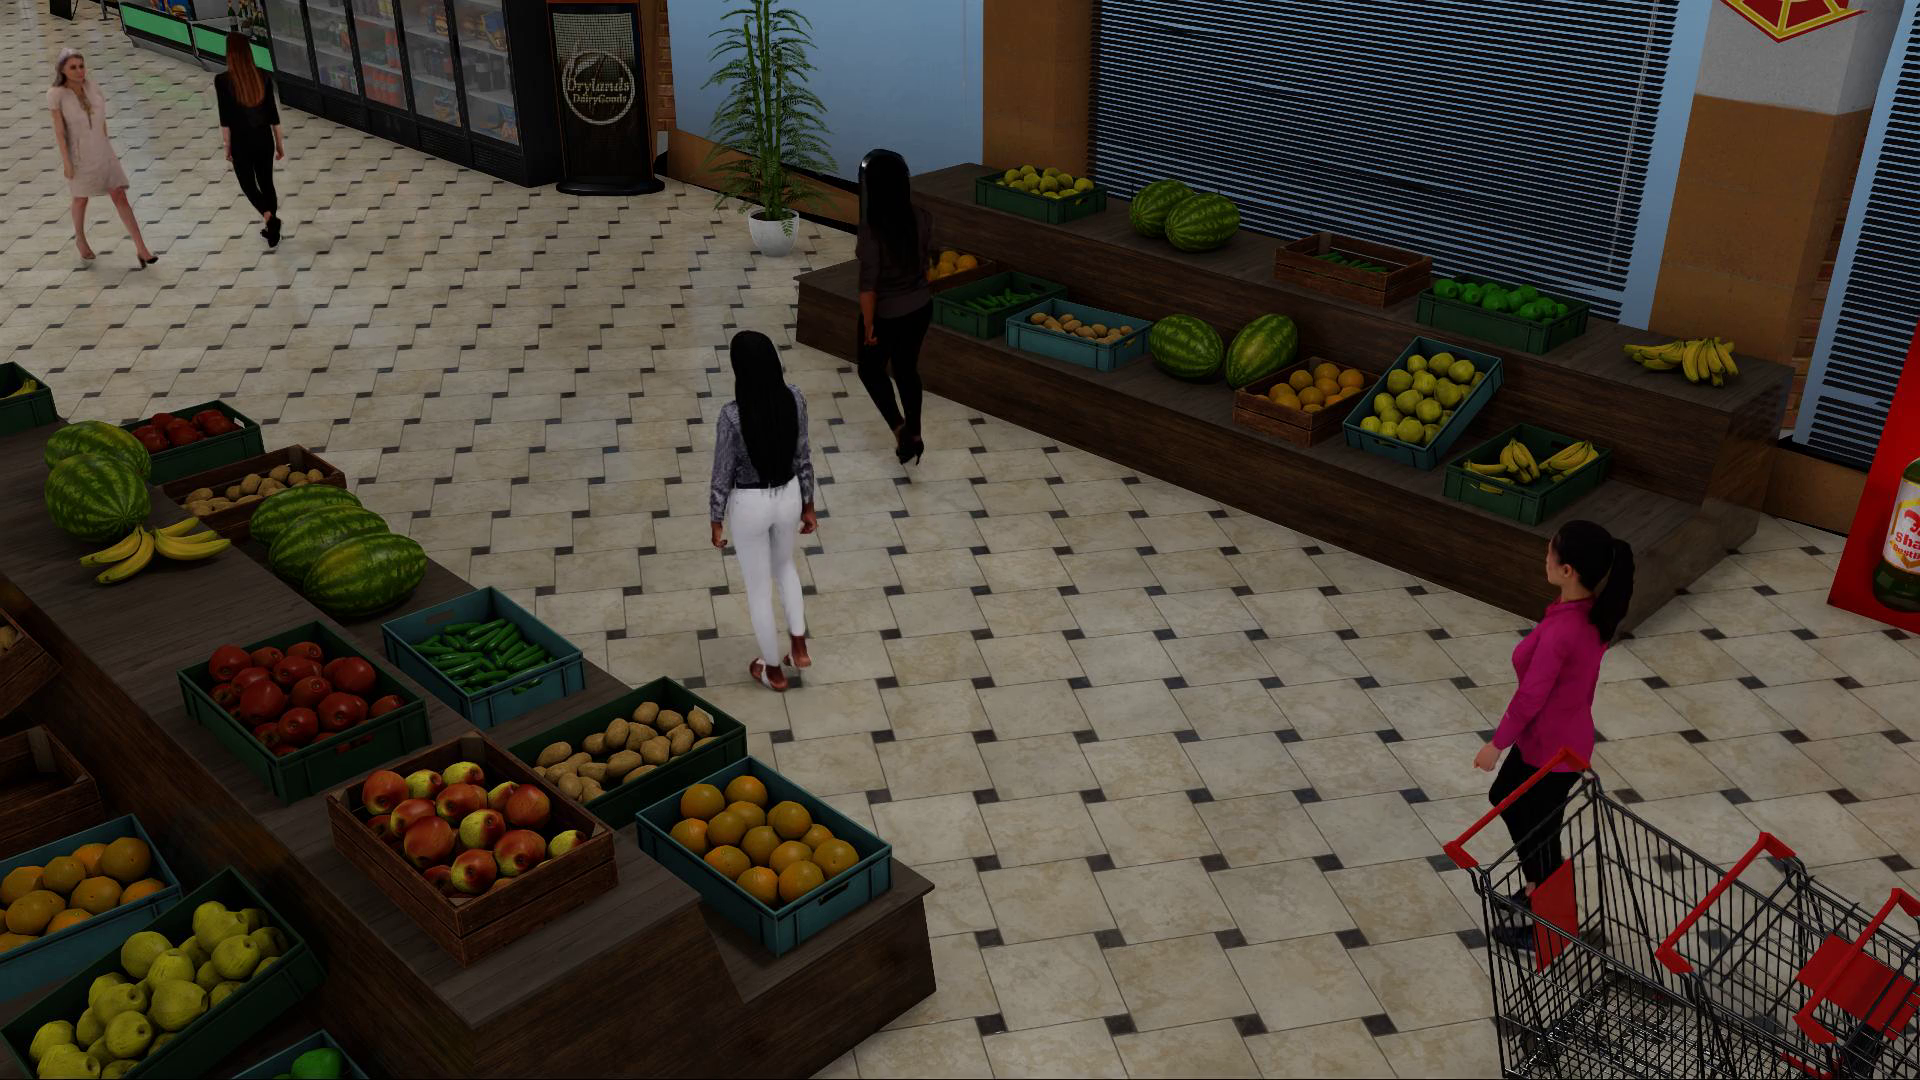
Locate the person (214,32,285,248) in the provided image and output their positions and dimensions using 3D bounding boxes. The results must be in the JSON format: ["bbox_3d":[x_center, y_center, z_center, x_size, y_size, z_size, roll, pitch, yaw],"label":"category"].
[{"bbox_3d":[-5.639,-3.158,13.296,0.690,1.696,0.964,-19,32,-32],"label":"person"}]

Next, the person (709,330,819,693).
[{"bbox_3d":[-0.801,-0.078,7.197,0.673,1.717,0.651,-18,32,-31],"label":"person"}]

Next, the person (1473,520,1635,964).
[{"bbox_3d":[2.087,0.743,5.615,0.682,1.685,0.638,17,31,29],"label":"person"}]

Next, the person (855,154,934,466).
[{"bbox_3d":[-0.303,-1.212,9.319,0.754,1.822,0.856,-16,31,-29],"label":"person"}]

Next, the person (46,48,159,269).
[{"bbox_3d":[-6.748,-2.891,12.809,1.255,1.660,0.741,18,32,32],"label":"person"}]
